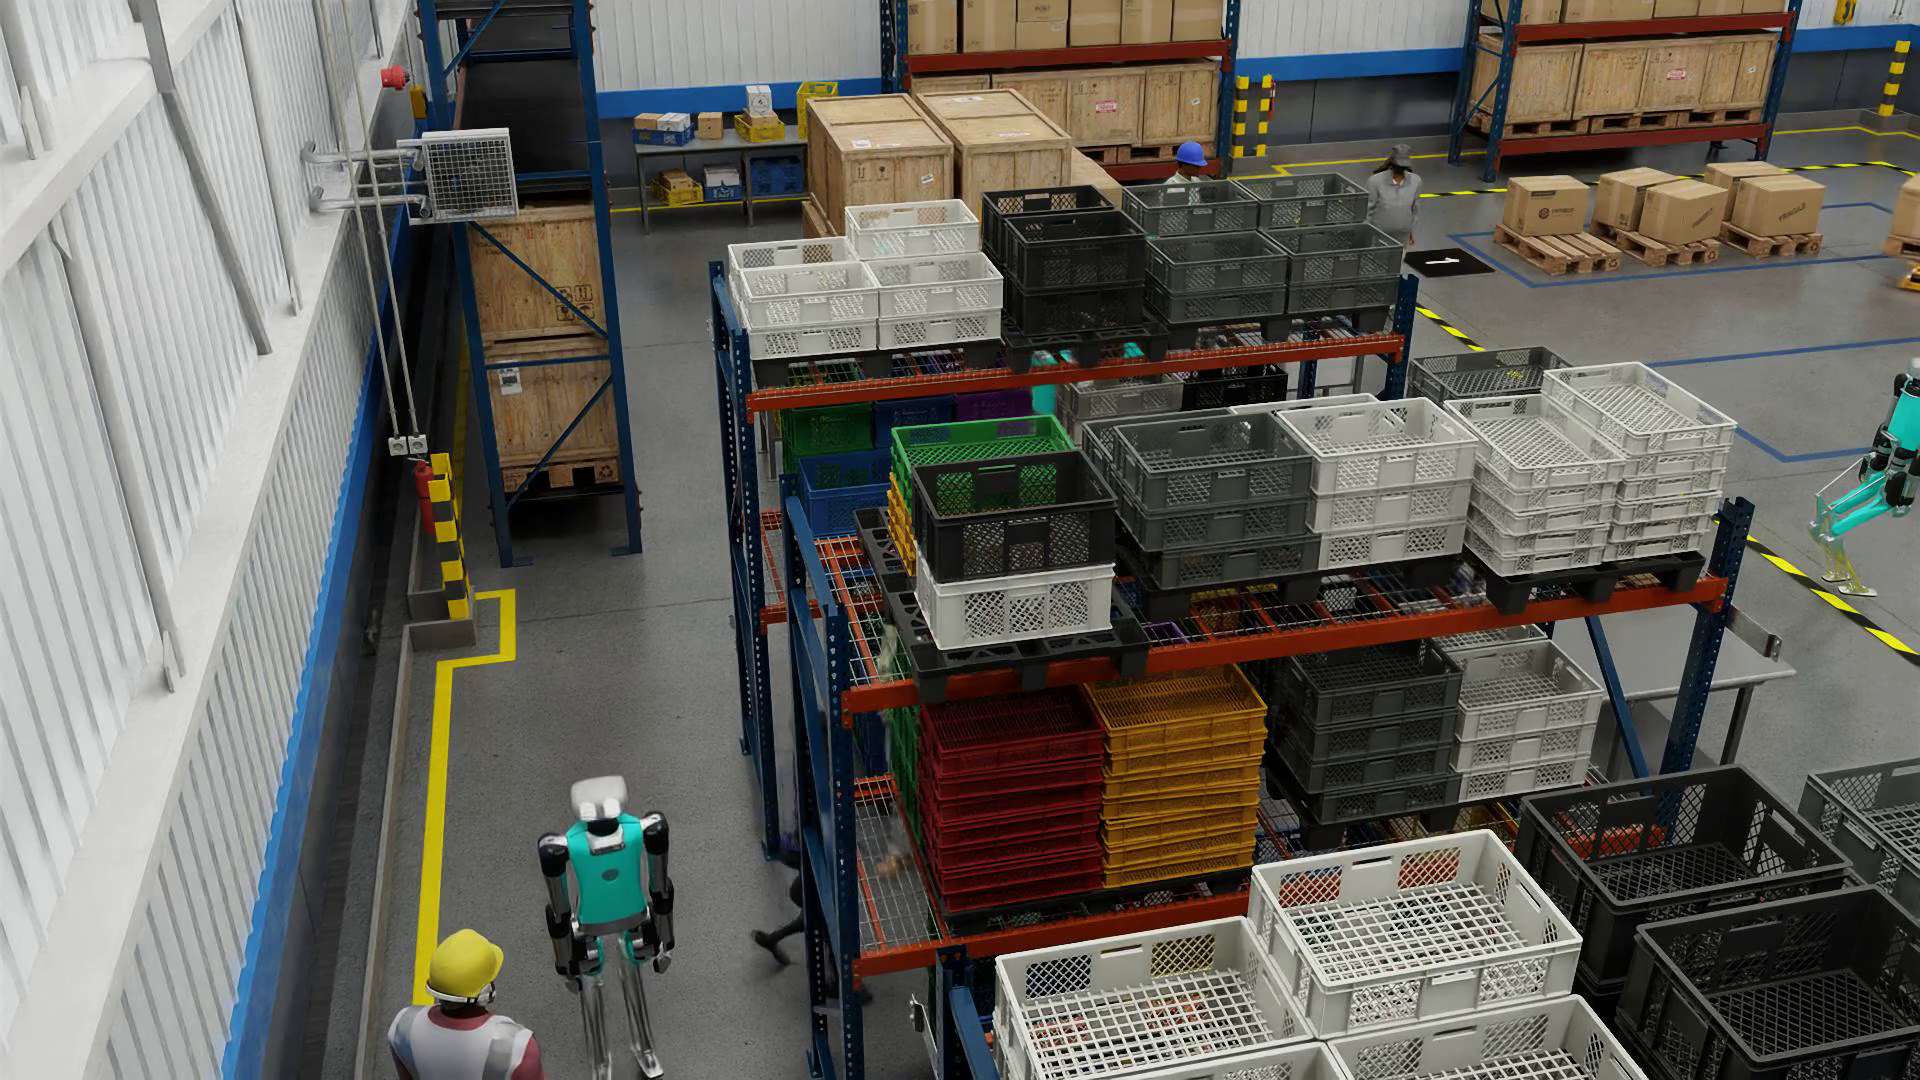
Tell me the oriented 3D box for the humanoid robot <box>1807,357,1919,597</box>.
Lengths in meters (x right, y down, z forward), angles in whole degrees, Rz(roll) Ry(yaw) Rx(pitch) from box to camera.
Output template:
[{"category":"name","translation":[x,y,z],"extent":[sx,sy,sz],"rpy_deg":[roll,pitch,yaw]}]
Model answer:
[{"category":"humanoid robot","translation":[6.050,-0.421,11.127],"extent":[0.735,1.677,0.533],"rpy_deg":[-1,28,-2]}]

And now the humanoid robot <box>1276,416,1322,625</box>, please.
[{"category":"humanoid robot","translation":[2.163,-0.057,10.632],"extent":[0.605,1.649,0.377],"rpy_deg":[-25,36,-38]}]

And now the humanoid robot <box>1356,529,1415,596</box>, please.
[{"category":"humanoid robot","translation":[2.519,0.282,9.998],"extent":[0.373,1.633,0.596],"rpy_deg":[-1,28,-1]}]

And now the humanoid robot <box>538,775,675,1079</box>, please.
[{"category":"humanoid robot","translation":[-1.537,1.631,7.239],"extent":[0.532,1.677,0.734],"rpy_deg":[-10,29,-18]}]

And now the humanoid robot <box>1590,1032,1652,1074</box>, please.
[{"category":"humanoid robot","translation":[2.421,2.247,6.306],"extent":[0.607,1.641,0.607],"rpy_deg":[-7,29,-13]}]

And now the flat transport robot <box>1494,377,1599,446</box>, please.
[{"category":"flat transport robot","translation":[4.780,-1.036,14.013],"extent":[0.659,0.231,1.431],"rpy_deg":[-6,28,-12]}]

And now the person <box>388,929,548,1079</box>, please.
[{"category":"person","translation":[-1.745,2.195,6.204],"extent":[0.599,1.831,0.404],"rpy_deg":[6,28,11]}]

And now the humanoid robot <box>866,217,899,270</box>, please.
[{"category":"humanoid robot","translation":[-0.851,-1.780,13.896],"extent":[1.035,1.772,0.538],"rpy_deg":[-12,30,-21]}]

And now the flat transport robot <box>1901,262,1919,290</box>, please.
[{"category":"flat transport robot","translation":[10.384,-2.867,17.457],"extent":[0.652,0.197,1.431],"rpy_deg":[19,33,31]}]

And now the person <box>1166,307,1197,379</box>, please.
[{"category":"person","translation":[1.649,-1.297,12.624],"extent":[0.413,2.034,0.600],"rpy_deg":[13,31,23]}]

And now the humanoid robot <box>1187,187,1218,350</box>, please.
[{"category":"humanoid robot","translation":[2.241,-2.464,15.205],"extent":[0.355,1.657,0.596],"rpy_deg":[-23,35,-36]}]

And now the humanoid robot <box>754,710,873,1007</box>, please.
[{"category":"humanoid robot","translation":[-0.726,1.465,7.766],"extent":[0.601,1.635,0.591],"rpy_deg":[7,29,13]}]

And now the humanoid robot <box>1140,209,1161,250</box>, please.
[{"category":"humanoid robot","translation":[1.346,-1.860,14.002],"extent":[0.536,1.765,0.854],"rpy_deg":[22,35,35]}]

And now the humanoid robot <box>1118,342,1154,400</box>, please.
[{"category":"humanoid robot","translation":[1.132,-1.020,12.263],"extent":[0.735,1.677,0.533],"rpy_deg":[-14,31,-24]}]

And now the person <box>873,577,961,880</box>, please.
[{"category":"person","translation":[-0.151,0.945,8.586],"extent":[0.620,1.824,0.632],"rpy_deg":[-17,32,-29]}]

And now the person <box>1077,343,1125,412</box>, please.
[{"category":"person","translation":[0.954,-0.581,11.419],"extent":[0.361,1.882,0.573],"rpy_deg":[-4,28,-8]}]

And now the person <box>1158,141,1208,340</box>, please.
[{"category":"person","translation":[2.045,-2.740,15.459],"extent":[0.411,1.939,0.602],"rpy_deg":[20,34,33]}]

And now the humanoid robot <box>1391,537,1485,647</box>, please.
[{"category":"humanoid robot","translation":[2.789,0.427,9.734],"extent":[0.612,1.653,0.469],"rpy_deg":[-4,28,-7]}]

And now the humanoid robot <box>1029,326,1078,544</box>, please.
[{"category":"humanoid robot","translation":[0.814,-0.730,11.787],"extent":[0.679,1.748,0.548],"rpy_deg":[-17,32,-29]}]

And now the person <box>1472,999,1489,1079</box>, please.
[{"category":"person","translation":[1.822,2.286,5.890],"extent":[0.368,1.965,0.605],"rpy_deg":[-9,29,-17]}]

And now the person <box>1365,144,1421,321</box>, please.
[{"category":"person","translation":[4.133,-2.964,16.064],"extent":[0.562,1.763,0.403],"rpy_deg":[-3,28,-6]}]
